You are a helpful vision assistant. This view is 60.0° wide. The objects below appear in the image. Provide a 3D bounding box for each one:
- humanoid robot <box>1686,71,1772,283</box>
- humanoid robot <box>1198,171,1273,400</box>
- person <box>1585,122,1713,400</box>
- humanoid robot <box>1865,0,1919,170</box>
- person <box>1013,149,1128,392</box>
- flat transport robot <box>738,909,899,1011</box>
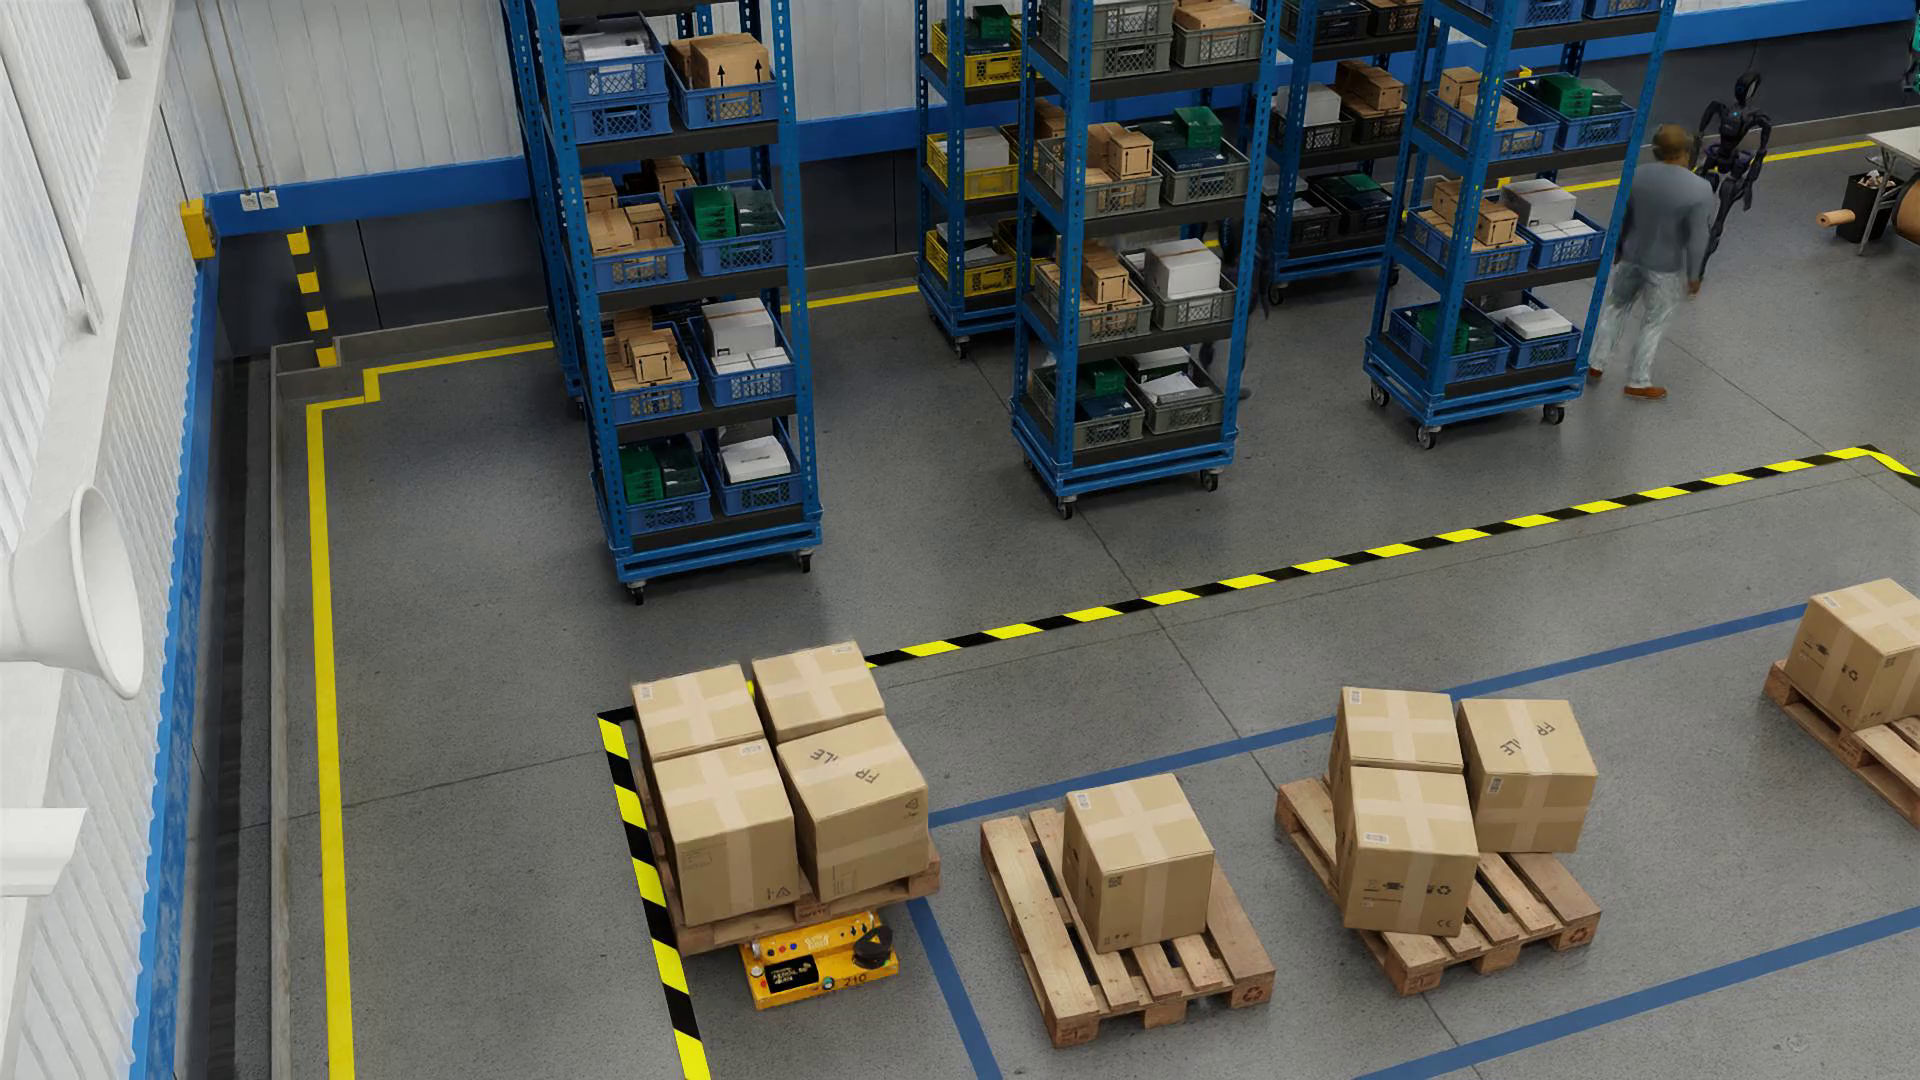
[{"bbox_3d":[5.856,-2.813,12.837,0.583,1.632,0.707,27,43,33],"label":"humanoid robot"},{"bbox_3d":[1.818,-1.735,11.280,0.599,1.657,0.315,20,40,26],"label":"humanoid robot"},{"bbox_3d":[4.664,-1.854,11.277,0.378,1.903,0.702,-22,41,-28],"label":"person"},{"bbox_3d":[8.536,-4.021,14.473,0.961,1.720,0.541,-2,35,-4],"label":"humanoid robot"},{"bbox_3d":[0.880,-1.856,11.373,1.012,1.786,0.615,-6,36,-9],"label":"person"},{"bbox_3d":[-0.808,1.537,7.852,0.652,0.197,1.431,-11,37,-15],"label":"flat transport robot"}]
